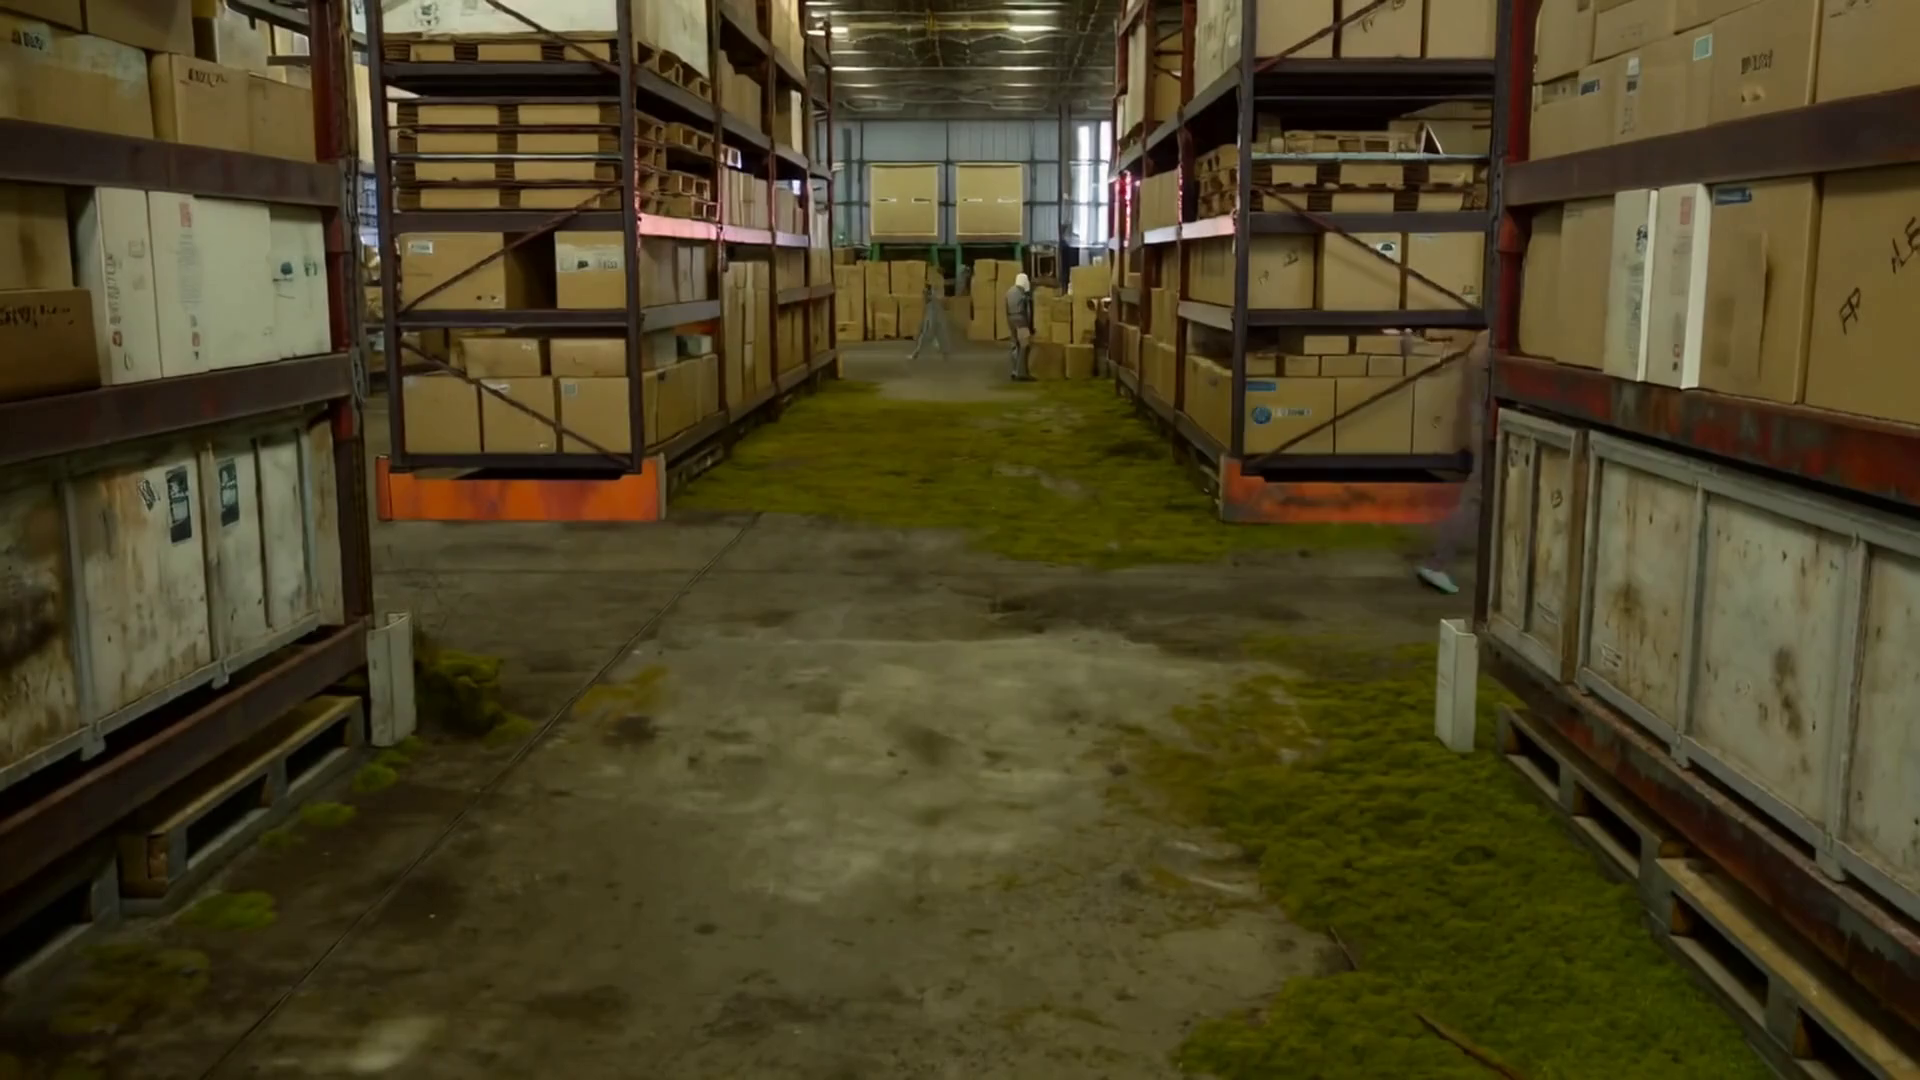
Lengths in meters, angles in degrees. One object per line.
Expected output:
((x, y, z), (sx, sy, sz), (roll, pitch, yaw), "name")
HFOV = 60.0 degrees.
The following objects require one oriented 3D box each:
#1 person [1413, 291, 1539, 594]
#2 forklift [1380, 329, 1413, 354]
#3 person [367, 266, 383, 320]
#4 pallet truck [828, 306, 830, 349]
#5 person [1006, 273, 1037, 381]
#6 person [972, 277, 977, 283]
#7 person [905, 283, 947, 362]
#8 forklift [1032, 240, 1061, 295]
((3.263, -0.587, 10.141), (0.988, 1.867, 0.646), (0, 9, -2), "person")
((5.443, -3.360, 23.691), (1.873, 2.768, 1.129), (0, 9, 1), "forklift")
((-20.474, -8.649, 58.292), (0.596, 1.906, 0.789), (-7, 12, -37), "person")
((-3.100, -3.940, 29.800), (1.885, 1.965, 0.823), (3, 10, 19), "pallet truck")
((1.068, -3.647, 28.521), (0.429, 1.840, 0.636), (-7, 12, -37), "person")
((0.460, -7.756, 52.875), (0.599, 1.925, 0.561), (0, 9, 2), "person")
((-0.648, -4.379, 33.623), (0.855, 1.590, 0.527), (-2, 10, -11), "person")
((3.172, -9.648, 61.356), (1.129, 2.768, 1.873), (0, 9, 1), "forklift")
